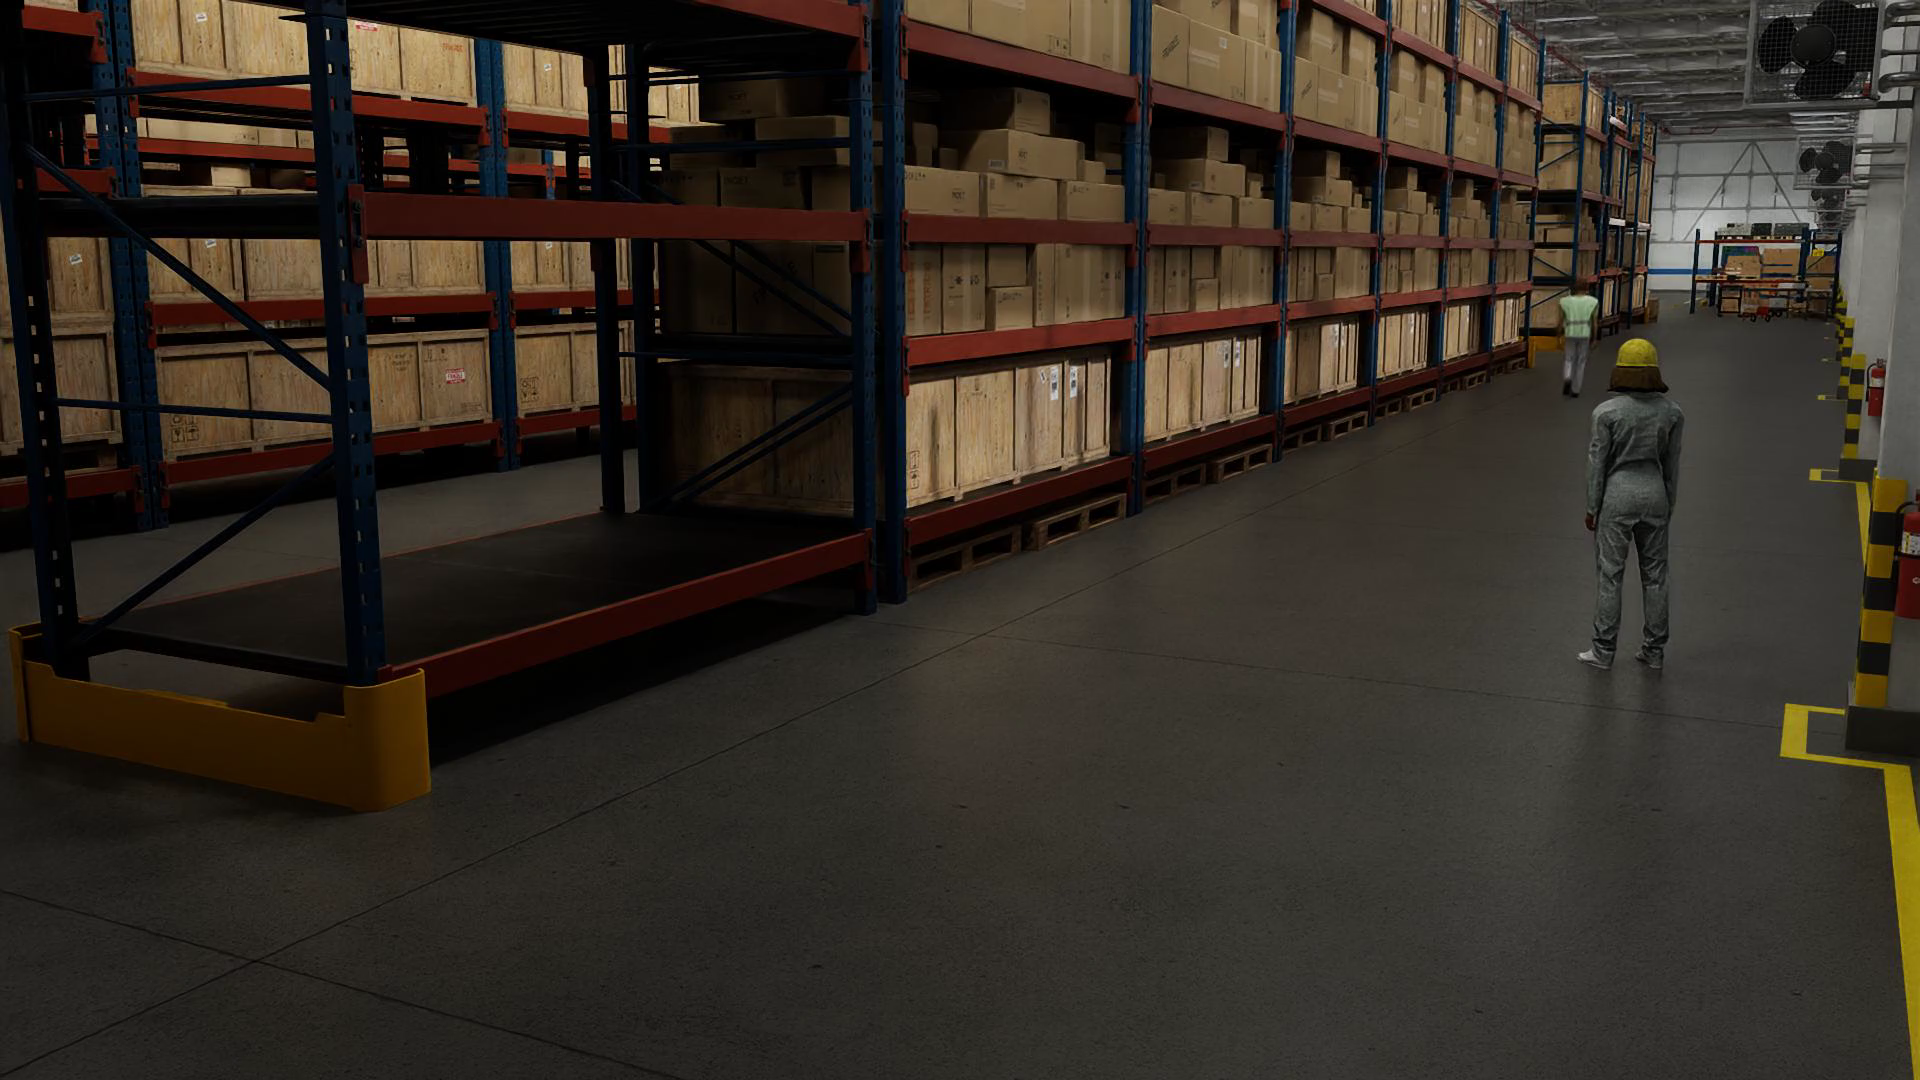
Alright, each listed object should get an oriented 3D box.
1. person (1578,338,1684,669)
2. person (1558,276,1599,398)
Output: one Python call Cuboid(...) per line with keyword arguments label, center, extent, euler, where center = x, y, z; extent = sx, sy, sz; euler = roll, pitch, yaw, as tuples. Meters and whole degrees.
Cuboid(label="person", center=(3.525, -0.187, 8.755), extent=(0.483, 1.735, 0.340), euler=(0, 10, -3))
Cuboid(label="person", center=(9.306, -3.052, 25.047), extent=(0.575, 1.830, 0.433), euler=(4, 10, 20))
